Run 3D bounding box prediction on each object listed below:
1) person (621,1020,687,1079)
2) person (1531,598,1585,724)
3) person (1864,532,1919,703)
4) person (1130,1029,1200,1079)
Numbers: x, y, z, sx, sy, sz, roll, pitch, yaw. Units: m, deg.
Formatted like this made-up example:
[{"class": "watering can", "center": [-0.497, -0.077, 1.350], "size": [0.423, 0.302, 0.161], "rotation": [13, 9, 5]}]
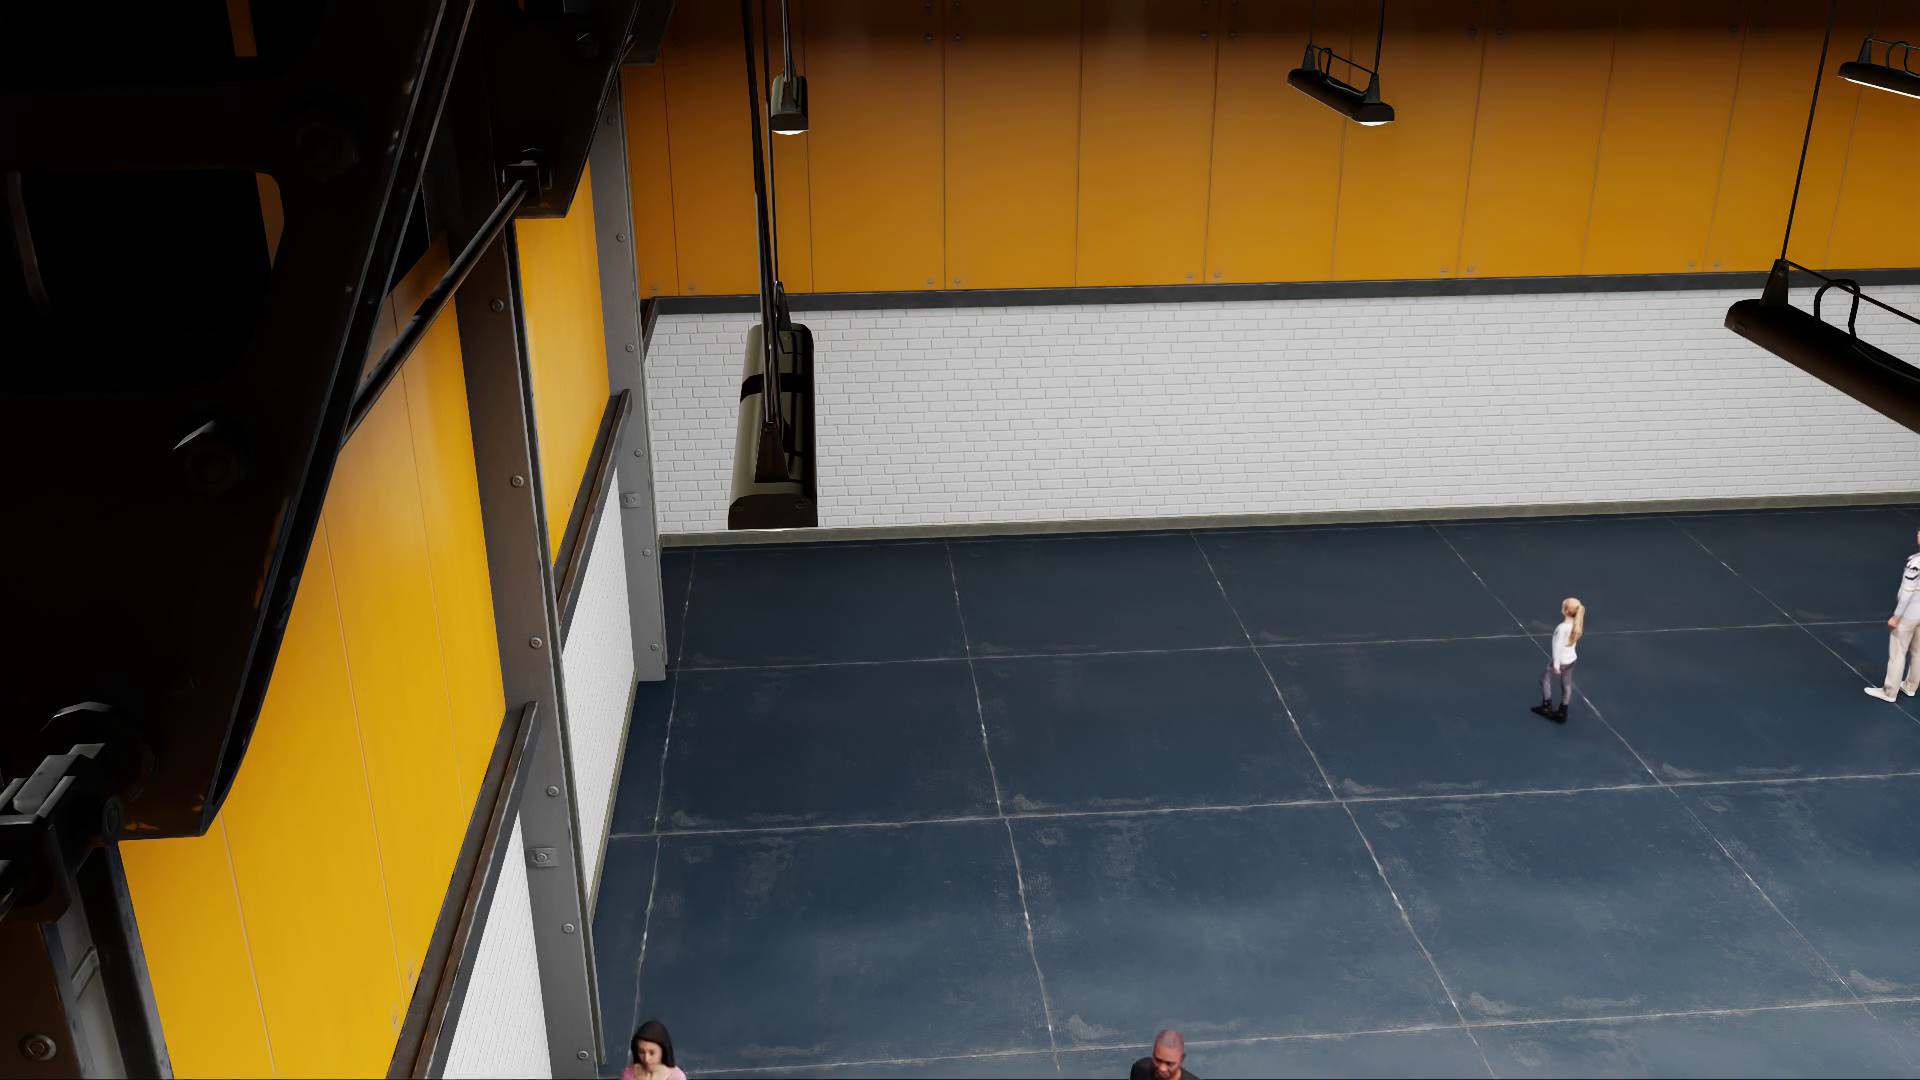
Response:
[{"class": "person", "center": [-1.762, 3.514, 9.847], "size": [0.632, 1.735, 0.688], "rotation": [1, 24, 2]}, {"class": "person", "center": [5.788, 1.162, 15.810], "size": [0.611, 1.267, 0.673], "rotation": [-15, 28, -30]}, {"class": "person", "center": [9.273, 0.690, 16.150], "size": [0.752, 1.860, 0.684], "rotation": [-10, 25, -21]}, {"class": "person", "center": [1.252, 3.546, 9.727], "size": [1.161, 1.771, 1.310], "rotation": [13, 27, 28]}]
